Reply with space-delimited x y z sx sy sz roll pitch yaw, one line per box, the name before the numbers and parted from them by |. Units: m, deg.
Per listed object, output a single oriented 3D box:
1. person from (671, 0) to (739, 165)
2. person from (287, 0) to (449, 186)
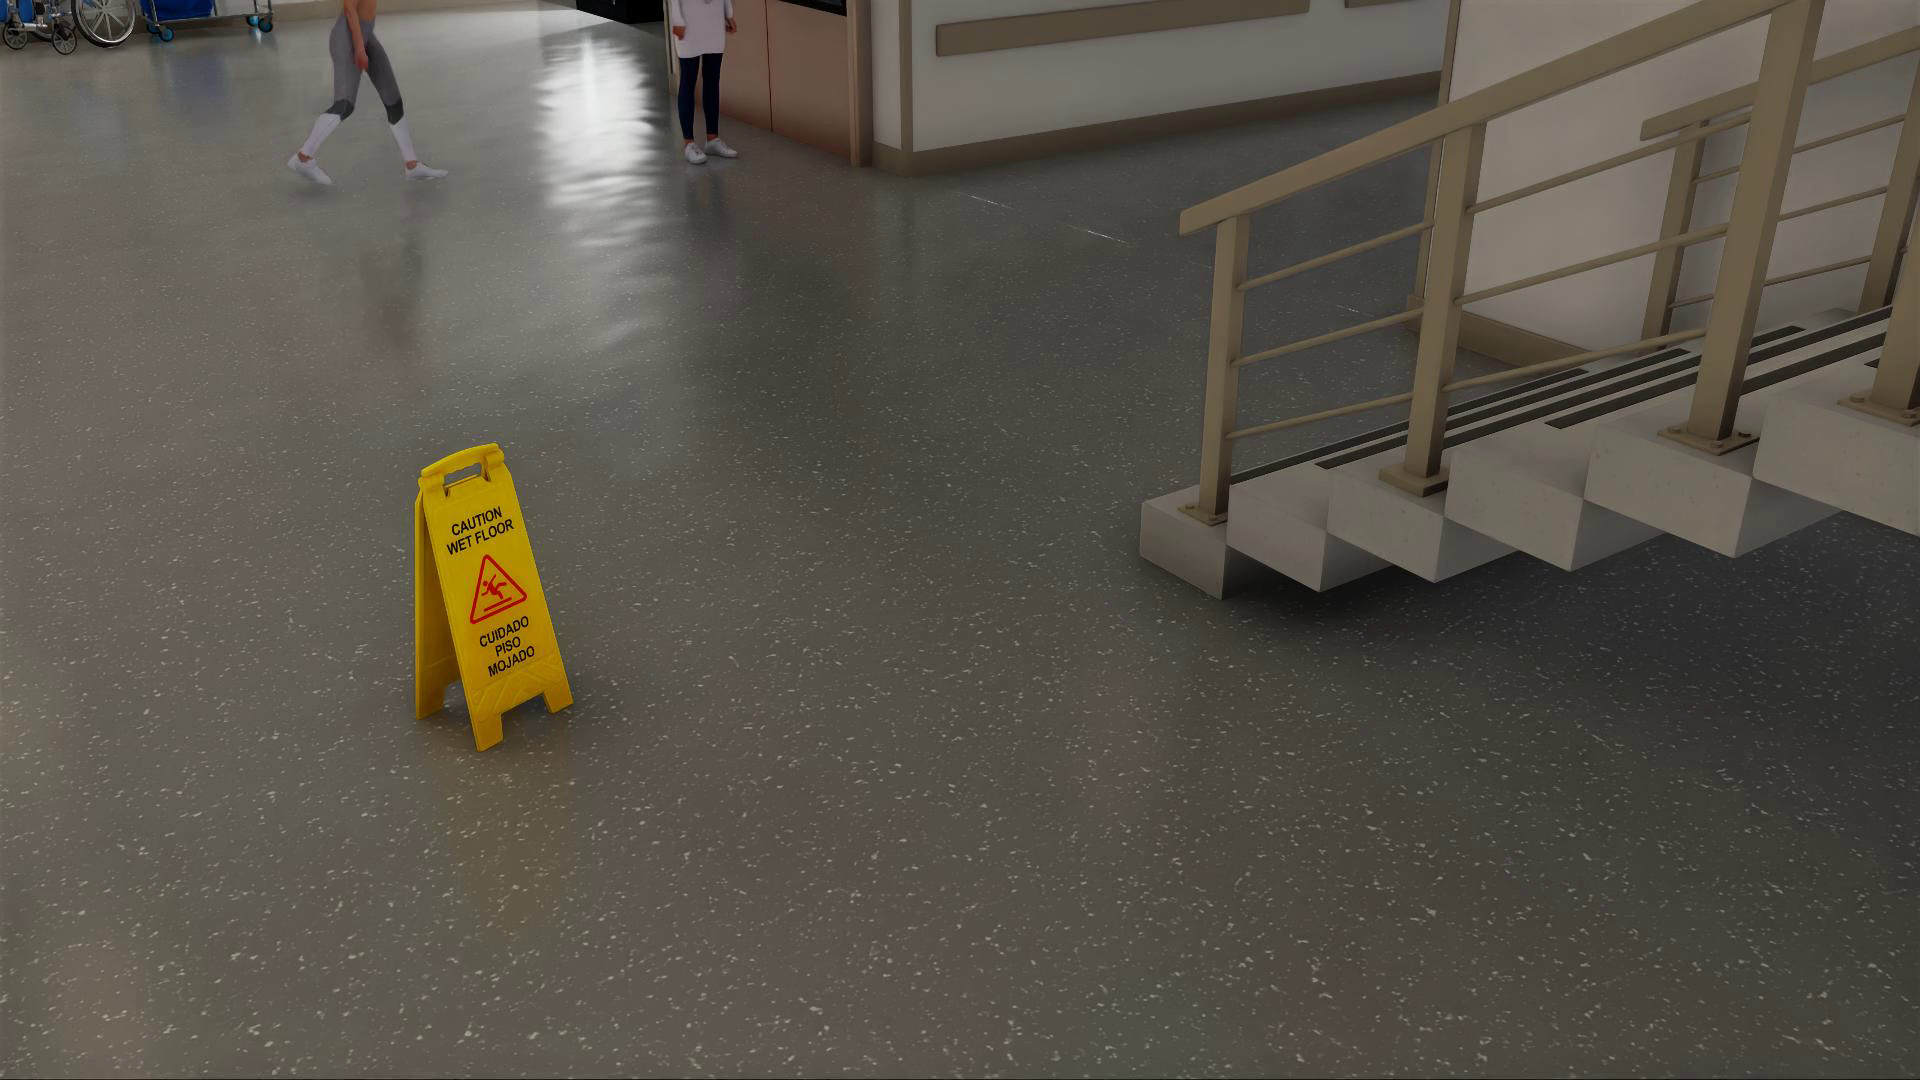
person | -1.645 -3.295 10.469 0.644 1.775 0.578 -23 34 -39
person | -3.633 -2.882 9.743 1.067 1.662 1.156 -3 26 -6
